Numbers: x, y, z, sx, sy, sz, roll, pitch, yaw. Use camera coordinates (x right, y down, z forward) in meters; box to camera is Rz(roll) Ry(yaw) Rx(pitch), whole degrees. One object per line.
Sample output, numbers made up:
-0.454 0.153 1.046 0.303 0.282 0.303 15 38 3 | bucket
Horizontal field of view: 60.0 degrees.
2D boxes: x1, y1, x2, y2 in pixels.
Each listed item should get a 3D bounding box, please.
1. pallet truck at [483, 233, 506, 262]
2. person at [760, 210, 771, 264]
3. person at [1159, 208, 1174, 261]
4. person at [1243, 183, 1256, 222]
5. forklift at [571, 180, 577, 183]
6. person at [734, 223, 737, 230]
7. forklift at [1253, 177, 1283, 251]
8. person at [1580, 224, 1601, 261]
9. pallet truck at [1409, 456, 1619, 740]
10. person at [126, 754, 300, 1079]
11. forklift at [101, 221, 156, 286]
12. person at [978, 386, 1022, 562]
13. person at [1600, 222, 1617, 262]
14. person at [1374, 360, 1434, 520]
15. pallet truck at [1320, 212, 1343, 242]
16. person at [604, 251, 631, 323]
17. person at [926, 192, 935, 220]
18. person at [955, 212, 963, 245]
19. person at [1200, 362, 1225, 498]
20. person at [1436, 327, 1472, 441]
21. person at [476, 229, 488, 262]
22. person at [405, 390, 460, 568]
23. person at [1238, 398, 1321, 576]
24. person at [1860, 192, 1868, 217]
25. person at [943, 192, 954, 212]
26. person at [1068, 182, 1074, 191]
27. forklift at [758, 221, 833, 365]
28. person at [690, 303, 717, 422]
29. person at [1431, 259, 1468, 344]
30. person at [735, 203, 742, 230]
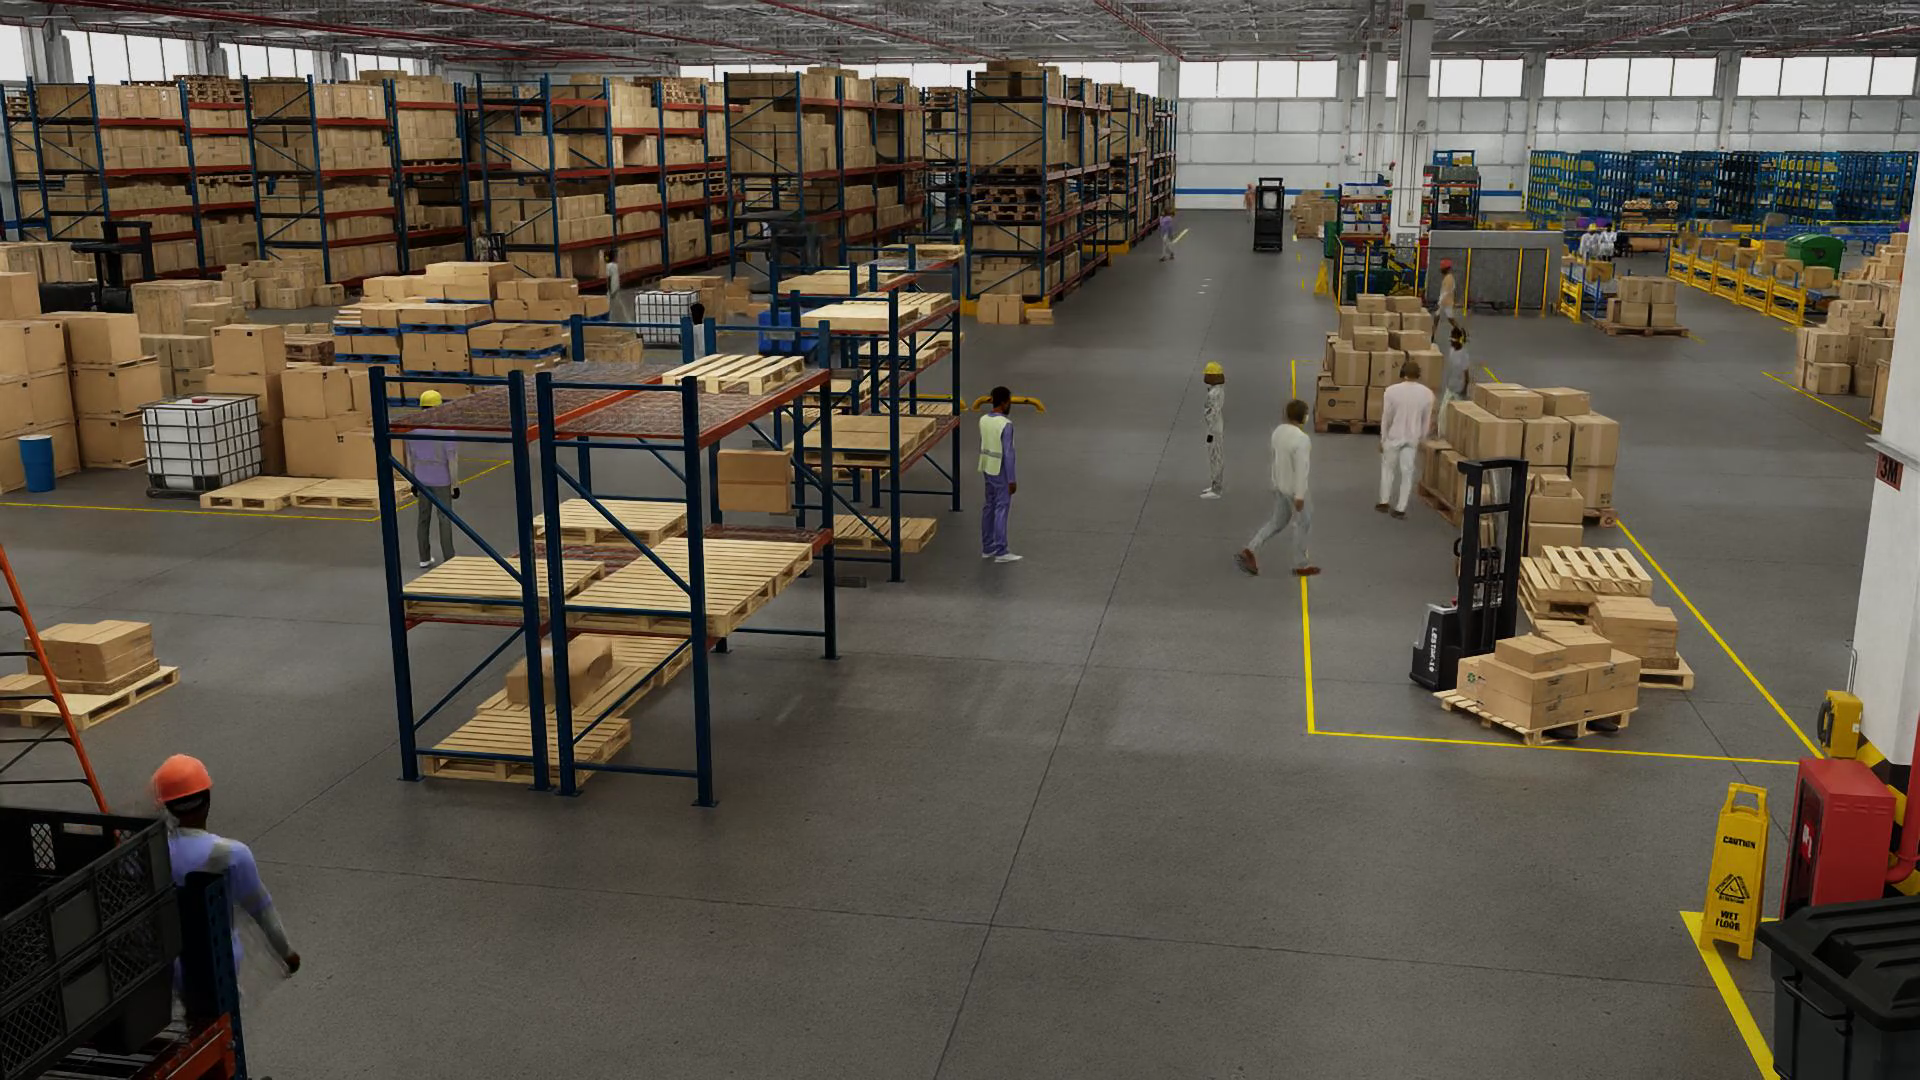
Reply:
-11.832 -7.026 43.548 1.885 1.965 0.823 8 16 28 | pallet truck
-6.689 -10.573 58.166 0.618 1.886 0.799 -2 14 -10 | person
7.449 -11.018 59.953 0.774 1.911 0.649 -11 17 -37 | person
14.771 -17.241 85.057 0.651 1.975 0.548 -4 14 -15 | person
-15.046 -12.550 64.157 1.873 2.768 1.129 3 14 10 | forklift
-9.457 -13.190 69.318 0.285 1.633 0.501 5 15 20 | person
12.083 -12.747 64.956 1.129 2.768 1.873 3 14 10 | forklift
19.619 -8.944 51.752 0.599 1.798 0.882 3 14 13 | person
4.504 0.400 13.395 0.823 1.965 1.885 -6 15 -23 | pallet truck
-3.391 1.897 7.503 0.608 1.895 0.791 2 14 10 | person
-16.772 -5.071 33.793 1.129 2.768 1.873 3 14 10 | forklift
0.413 -0.717 18.094 0.392 1.919 0.591 -8 16 -31 | person
21.308 -9.623 54.744 0.541 1.681 0.488 3 14 14 | person
5.366 -1.231 20.206 0.645 1.903 0.808 -1 14 -3 | person
15.874 -13.227 70.310 0.680 1.201 1.601 10 17 35 | pallet truck
-8.301 -5.988 39.719 0.997 1.816 0.534 6 15 24 | person
-1.562 -17.639 87.114 0.522 1.769 0.311 -7 15 -26 | person
-0.145 -11.683 63.276 0.621 1.598 0.561 -5 15 -21 | person
3.223 -1.405 21.247 0.322 1.742 0.493 4 14 16 | person
7.283 -2.186 24.235 0.875 1.842 0.524 -5 15 -21 | person
-14.778 -8.834 51.631 0.311 1.636 0.521 10 17 36 | person
-5.630 -0.647 17.824 0.585 1.918 0.409 3 14 12 | person
3.384 -0.530 17.359 0.856 1.916 0.635 -5 15 -18 | person
43.017 -15.694 79.082 0.585 1.823 0.591 4 14 16 | person
-0.600 -17.437 86.188 0.597 1.817 0.536 2 14 9 | person
5.963 -18.634 90.895 0.568 1.901 0.943 -7 16 -28 | person
-3.362 -5.034 33.642 1.129 2.768 1.873 3 14 10 | forklift
-4.092 -2.745 26.230 0.608 1.966 0.374 -13 19 -43 | person
10.661 -5.192 36.343 1.011 1.890 0.548 2 14 10 | person
-9.599 -13.943 71.792 0.545 1.925 0.448 0 14 0 | person
